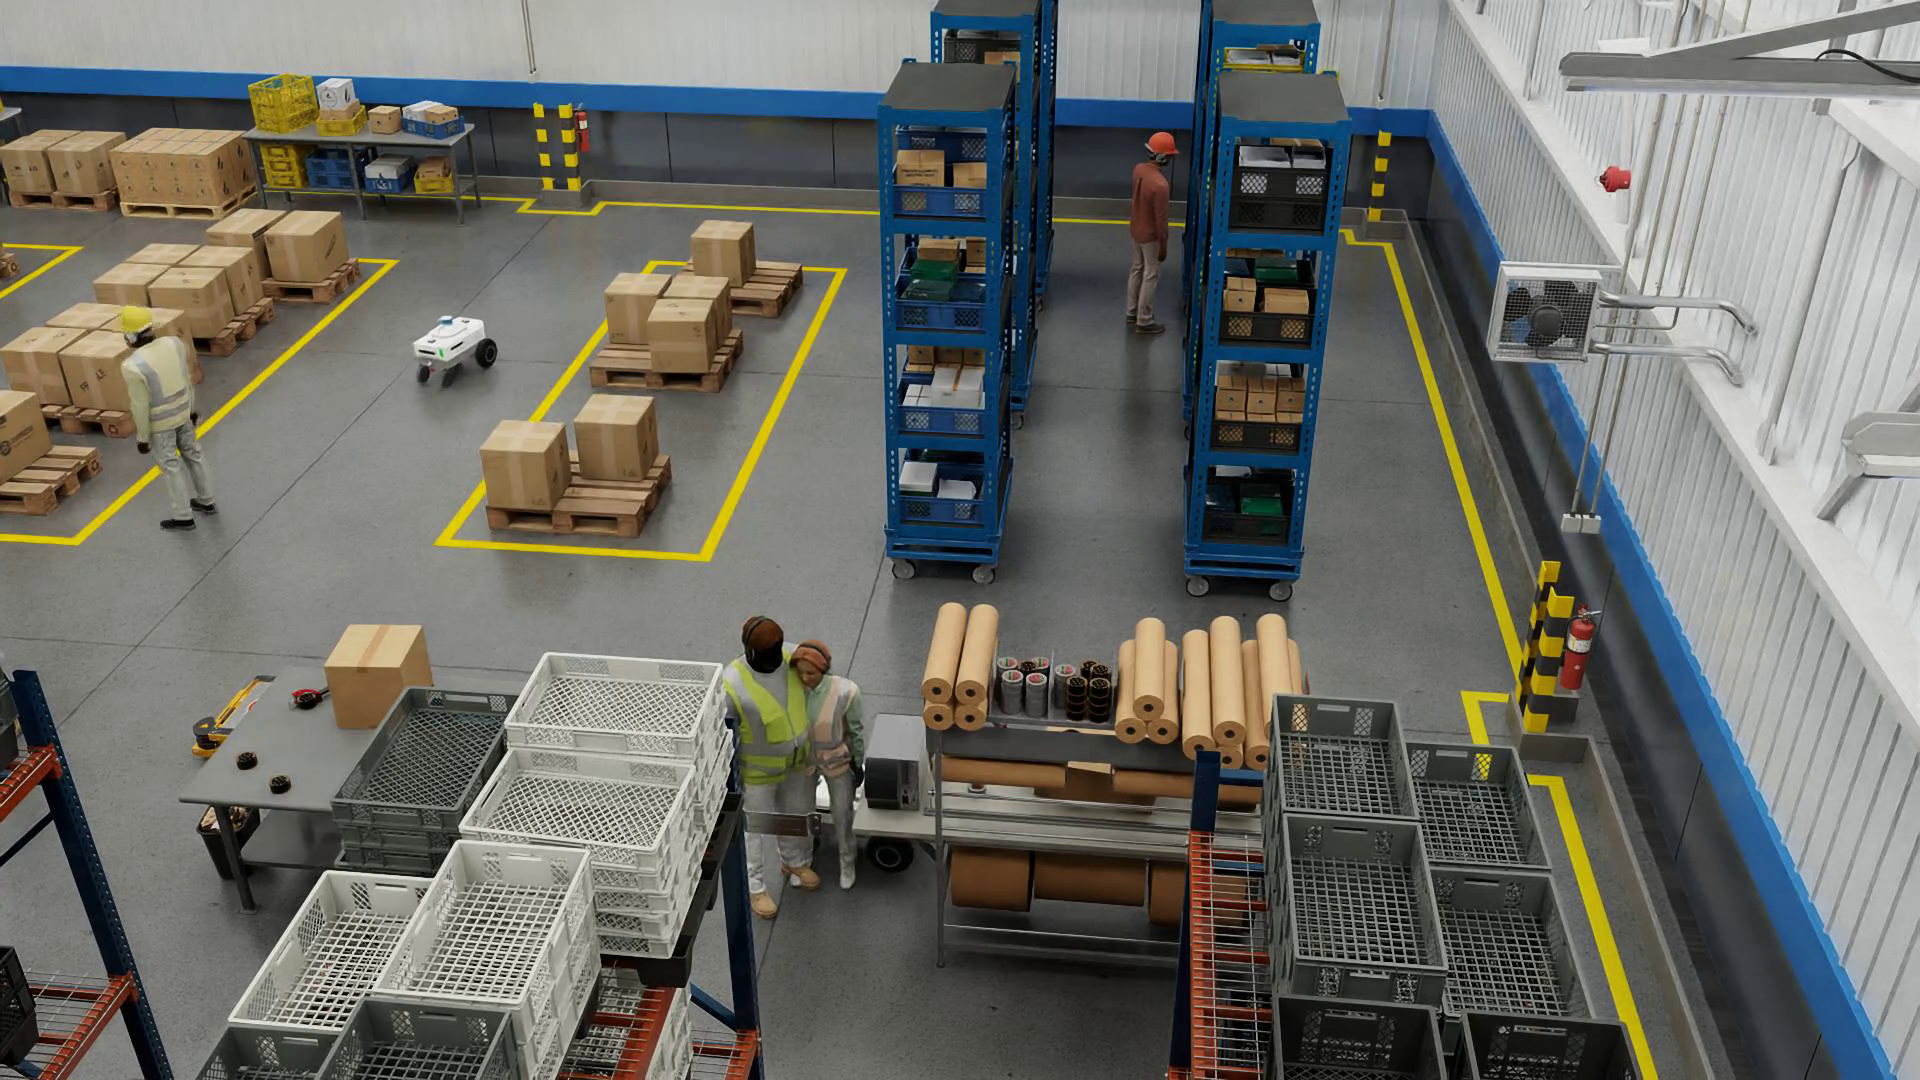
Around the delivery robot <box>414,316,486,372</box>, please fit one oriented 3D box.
[{"bbox_3d":[-4.730,-1.840,15.428,0.477,0.478,0.707,11,31,18],"label":"delivery robot"}]

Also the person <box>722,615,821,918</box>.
[{"bbox_3d":[-1.018,1.203,9.029,0.636,1.842,0.429,-26,39,-37],"label":"person"}]

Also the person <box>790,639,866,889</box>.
[{"bbox_3d":[-0.775,1.232,9.187,0.528,1.632,0.315,3,30,5],"label":"person"}]

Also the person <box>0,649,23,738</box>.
[{"bbox_3d":[-6.230,0.527,10.331,0.532,1.698,0.319,11,32,17],"label":"person"}]

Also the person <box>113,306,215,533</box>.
[{"bbox_3d":[-6.096,-0.938,12.731,0.403,1.822,0.613,9,31,15],"label":"person"}]

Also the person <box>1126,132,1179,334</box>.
[{"bbox_3d":[1.851,-2.954,16.039,0.411,1.980,0.626,-11,32,-18],"label":"person"}]
